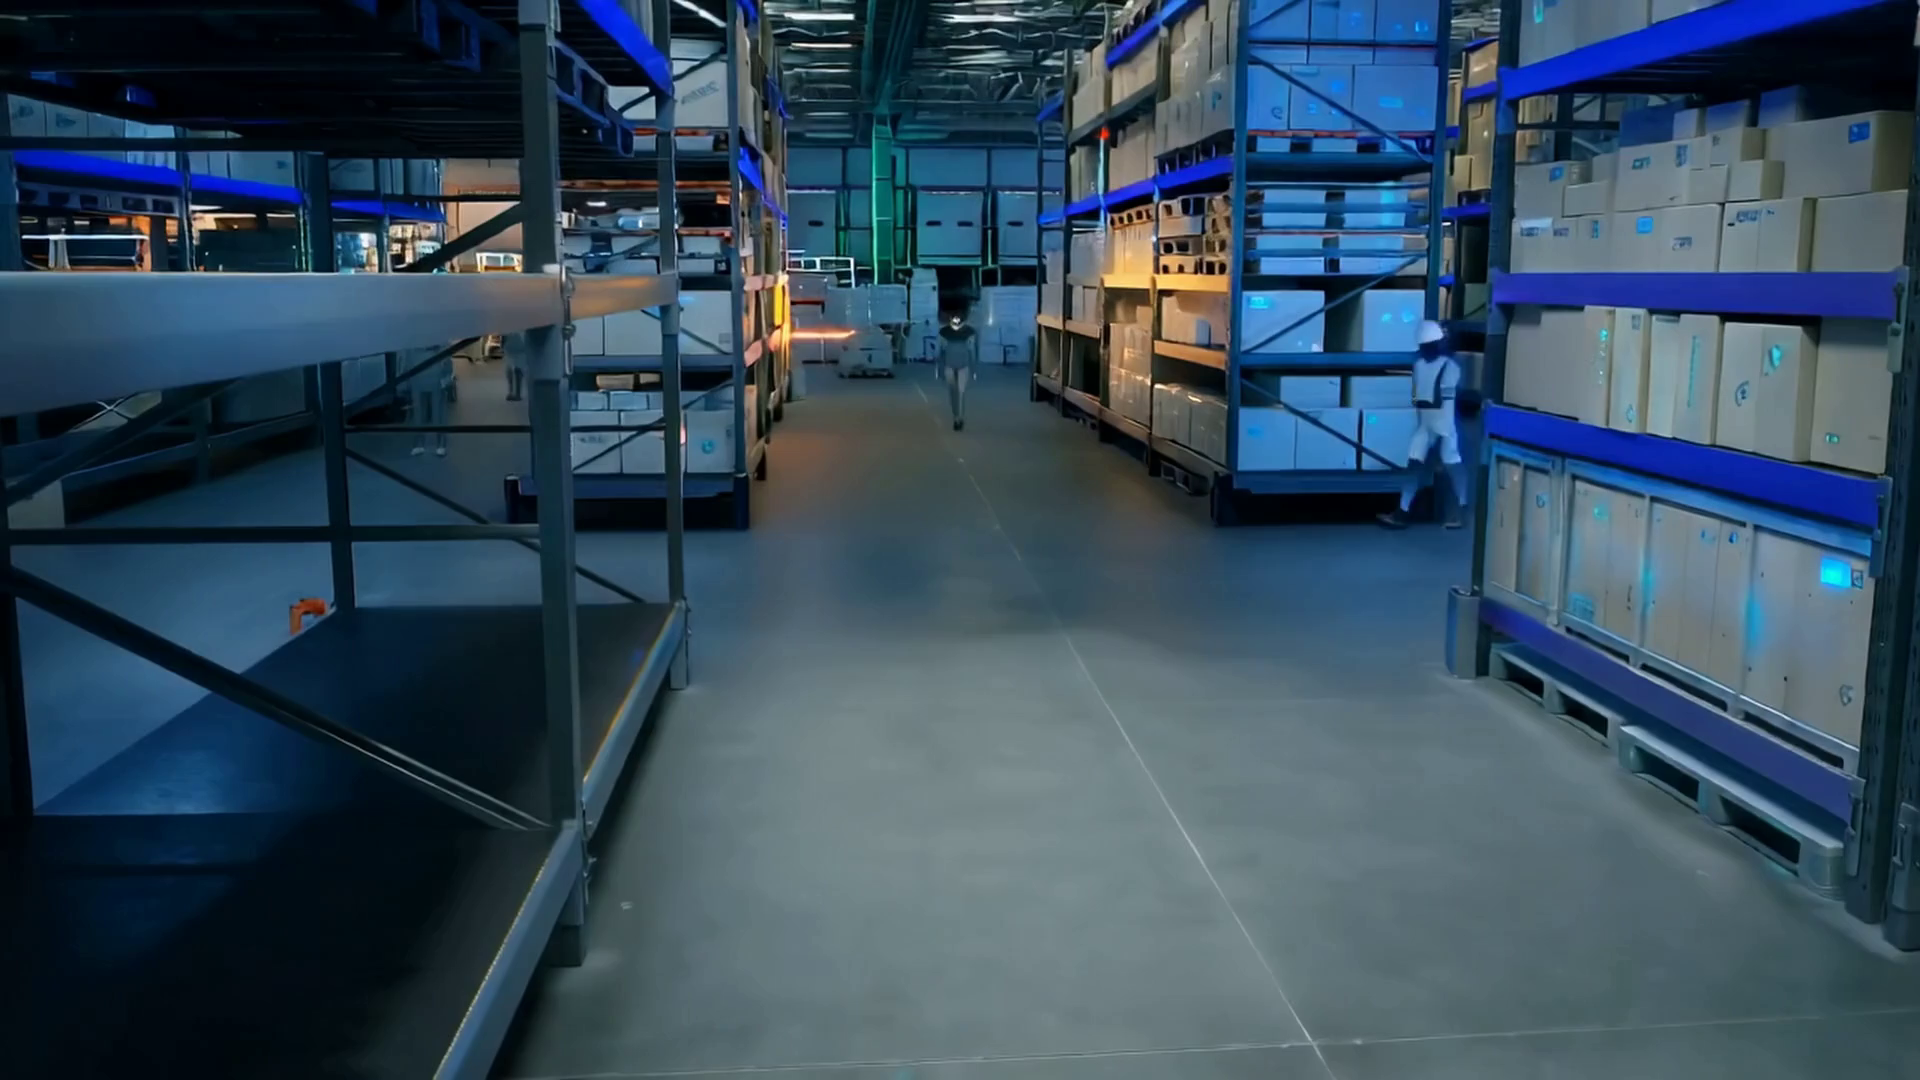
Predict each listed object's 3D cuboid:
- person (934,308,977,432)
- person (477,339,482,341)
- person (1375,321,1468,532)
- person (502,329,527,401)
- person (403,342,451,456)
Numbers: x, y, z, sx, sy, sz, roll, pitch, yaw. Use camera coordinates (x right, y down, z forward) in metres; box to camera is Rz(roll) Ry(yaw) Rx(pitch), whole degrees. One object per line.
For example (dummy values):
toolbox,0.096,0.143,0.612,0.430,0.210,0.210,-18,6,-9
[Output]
person,-0.084,-2.618,25.643,0.647,1.892,0.968,1,9,8
person,-17.578,-8.151,60.437,0.355,1.883,0.576,-4,10,-22
person,4.409,-1.044,15.534,1.074,1.974,0.640,-5,10,-27
person,-8.494,-3.607,31.771,0.469,1.934,0.648,9,13,44
person,-7.124,-2.073,22.191,0.643,1.910,0.400,1,9,9
